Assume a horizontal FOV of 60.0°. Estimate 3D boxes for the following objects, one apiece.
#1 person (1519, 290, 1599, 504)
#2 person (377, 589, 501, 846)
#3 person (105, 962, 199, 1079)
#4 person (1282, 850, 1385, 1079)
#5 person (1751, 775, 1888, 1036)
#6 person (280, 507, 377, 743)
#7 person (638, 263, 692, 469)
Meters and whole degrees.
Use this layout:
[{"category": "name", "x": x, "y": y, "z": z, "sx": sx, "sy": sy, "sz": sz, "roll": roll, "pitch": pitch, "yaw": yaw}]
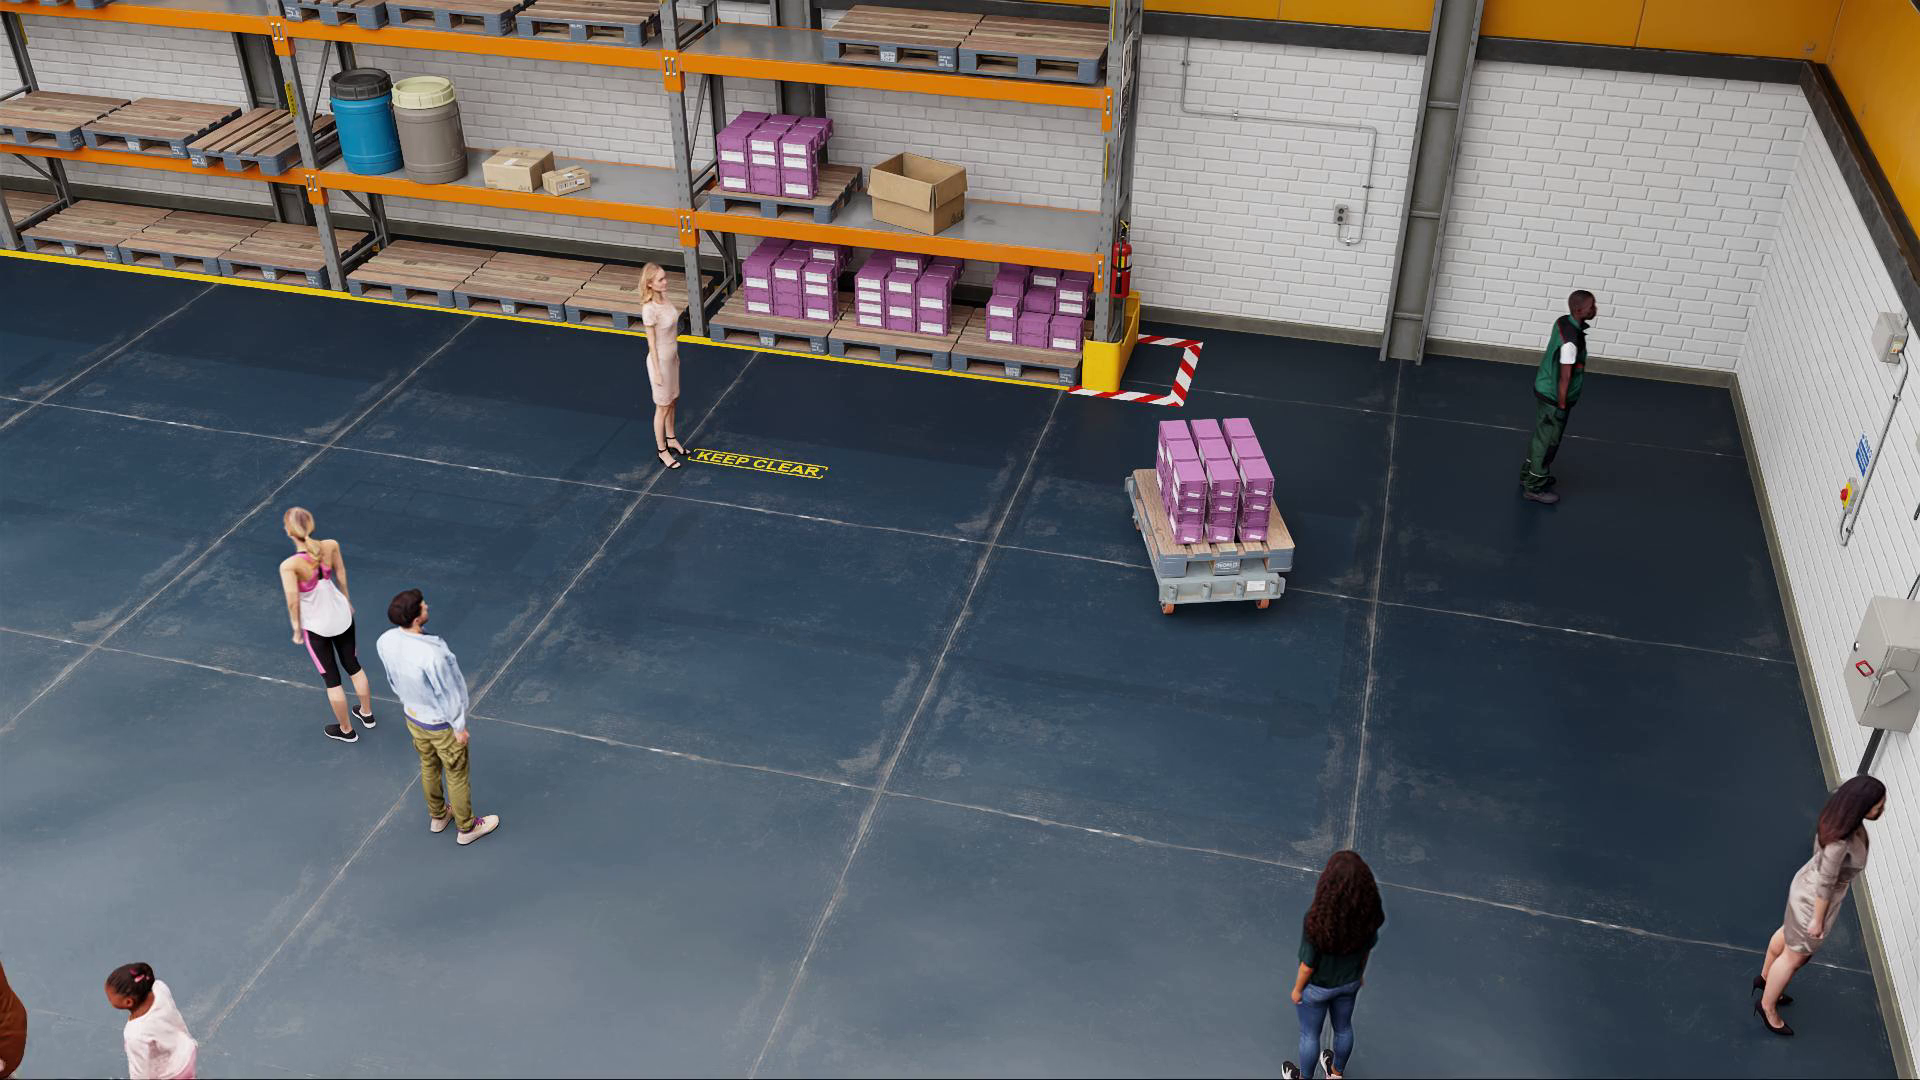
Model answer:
[{"category": "person", "x": 4.824, "y": -1.179, "z": 13.431, "sx": 0.592, "sy": 1.838, "sz": 0.692, "roll": 6, "pitch": 34, "yaw": 10}, {"category": "person", "x": -3.189, "y": 1.070, "z": 10.072, "sx": 0.615, "sy": 1.812, "sz": 0.797, "roll": 19, "pitch": 38, "yaw": 26}, {"category": "person", "x": -3.805, "y": 2.568, "z": 8.166, "sx": 0.938, "sy": 1.427, "sz": 0.764, "roll": -4, "pitch": 34, "yaw": -6}, {"category": "person", "x": 1.891, "y": 2.232, "z": 8.502, "sx": 0.683, "sy": 1.615, "sz": 0.768, "roll": -9, "pitch": 35, "yaw": -14}, {"category": "person", "x": 4.557, "y": 1.915, "z": 8.861, "sx": 0.562, "sy": 1.744, "sz": 0.633, "roll": 14, "pitch": 36, "yaw": 21}, {"category": "person", "x": -4.137, "y": 0.550, "z": 10.876, "sx": 0.628, "sy": 1.788, "sz": 0.665, "roll": 20, "pitch": 38, "yaw": 27}, {"category": "person", "x": -2.481, "y": -1.466, "z": 13.871, "sx": 0.485, "sy": 1.830, "sz": 0.570, "roll": 8, "pitch": 34, "yaw": 12}]
